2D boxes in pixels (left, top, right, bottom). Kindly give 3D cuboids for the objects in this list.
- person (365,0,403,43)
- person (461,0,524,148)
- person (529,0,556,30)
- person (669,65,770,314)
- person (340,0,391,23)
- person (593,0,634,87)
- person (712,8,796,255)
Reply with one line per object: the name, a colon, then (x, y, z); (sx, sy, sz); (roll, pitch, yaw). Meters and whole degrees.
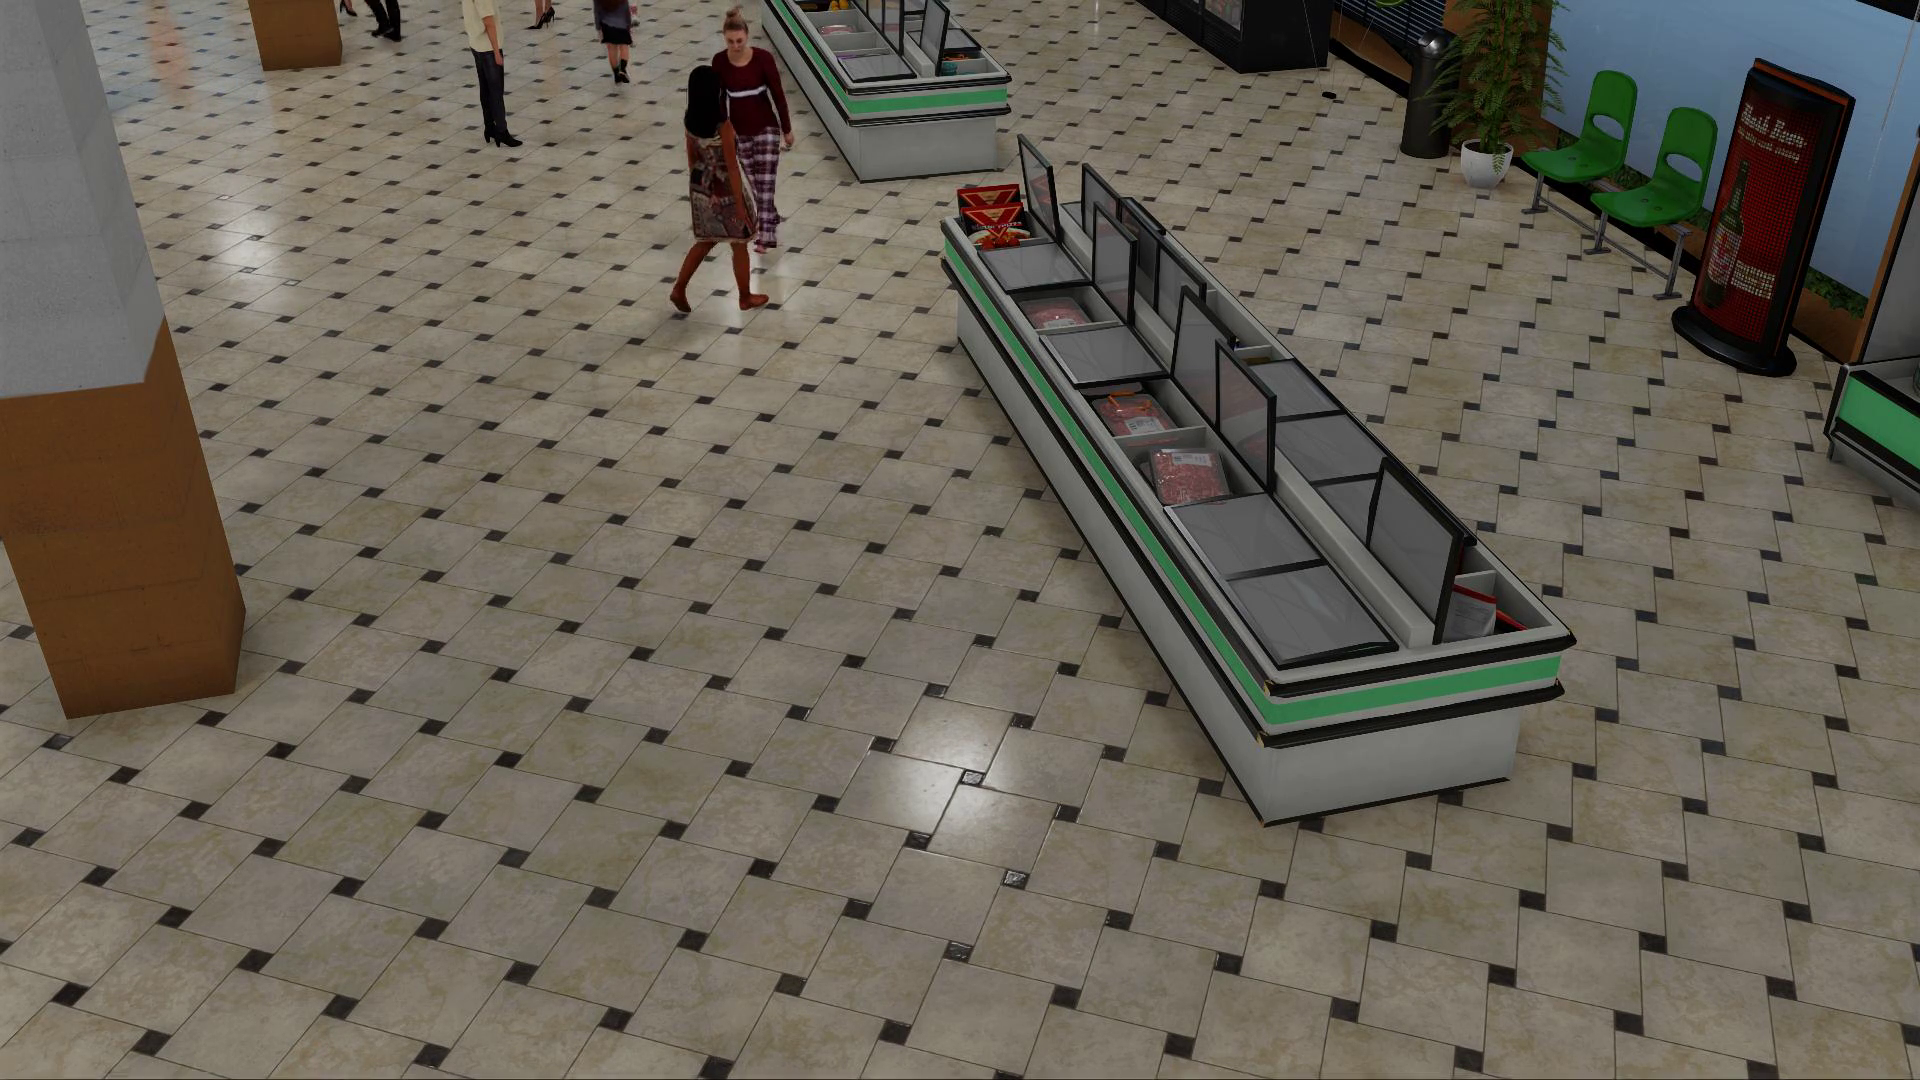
person: (-5.612, -5.702, 16.053); (0.821, 1.777, 0.778); (21, 38, 30)
person: (-3.839, -3.994, 13.487); (0.712, 1.587, 0.552); (-22, 38, -31)
person: (-4.285, -6.017, 16.568); (0.712, 1.767, 0.610); (7, 33, 11)
person: (-1.585, -2.152, 10.488); (1.022, 1.628, 1.025); (24, 39, 33)
person: (-6.137, -6.034, 16.720); (1.157, 1.636, 1.106); (16, 35, 24)
person: (-3.114, -4.633, 14.975); (0.507, 1.099, 0.606); (-4, 32, -7)
person: (-1.421, -2.874, 11.610); (0.917, 1.669, 1.131); (2, 32, 3)
